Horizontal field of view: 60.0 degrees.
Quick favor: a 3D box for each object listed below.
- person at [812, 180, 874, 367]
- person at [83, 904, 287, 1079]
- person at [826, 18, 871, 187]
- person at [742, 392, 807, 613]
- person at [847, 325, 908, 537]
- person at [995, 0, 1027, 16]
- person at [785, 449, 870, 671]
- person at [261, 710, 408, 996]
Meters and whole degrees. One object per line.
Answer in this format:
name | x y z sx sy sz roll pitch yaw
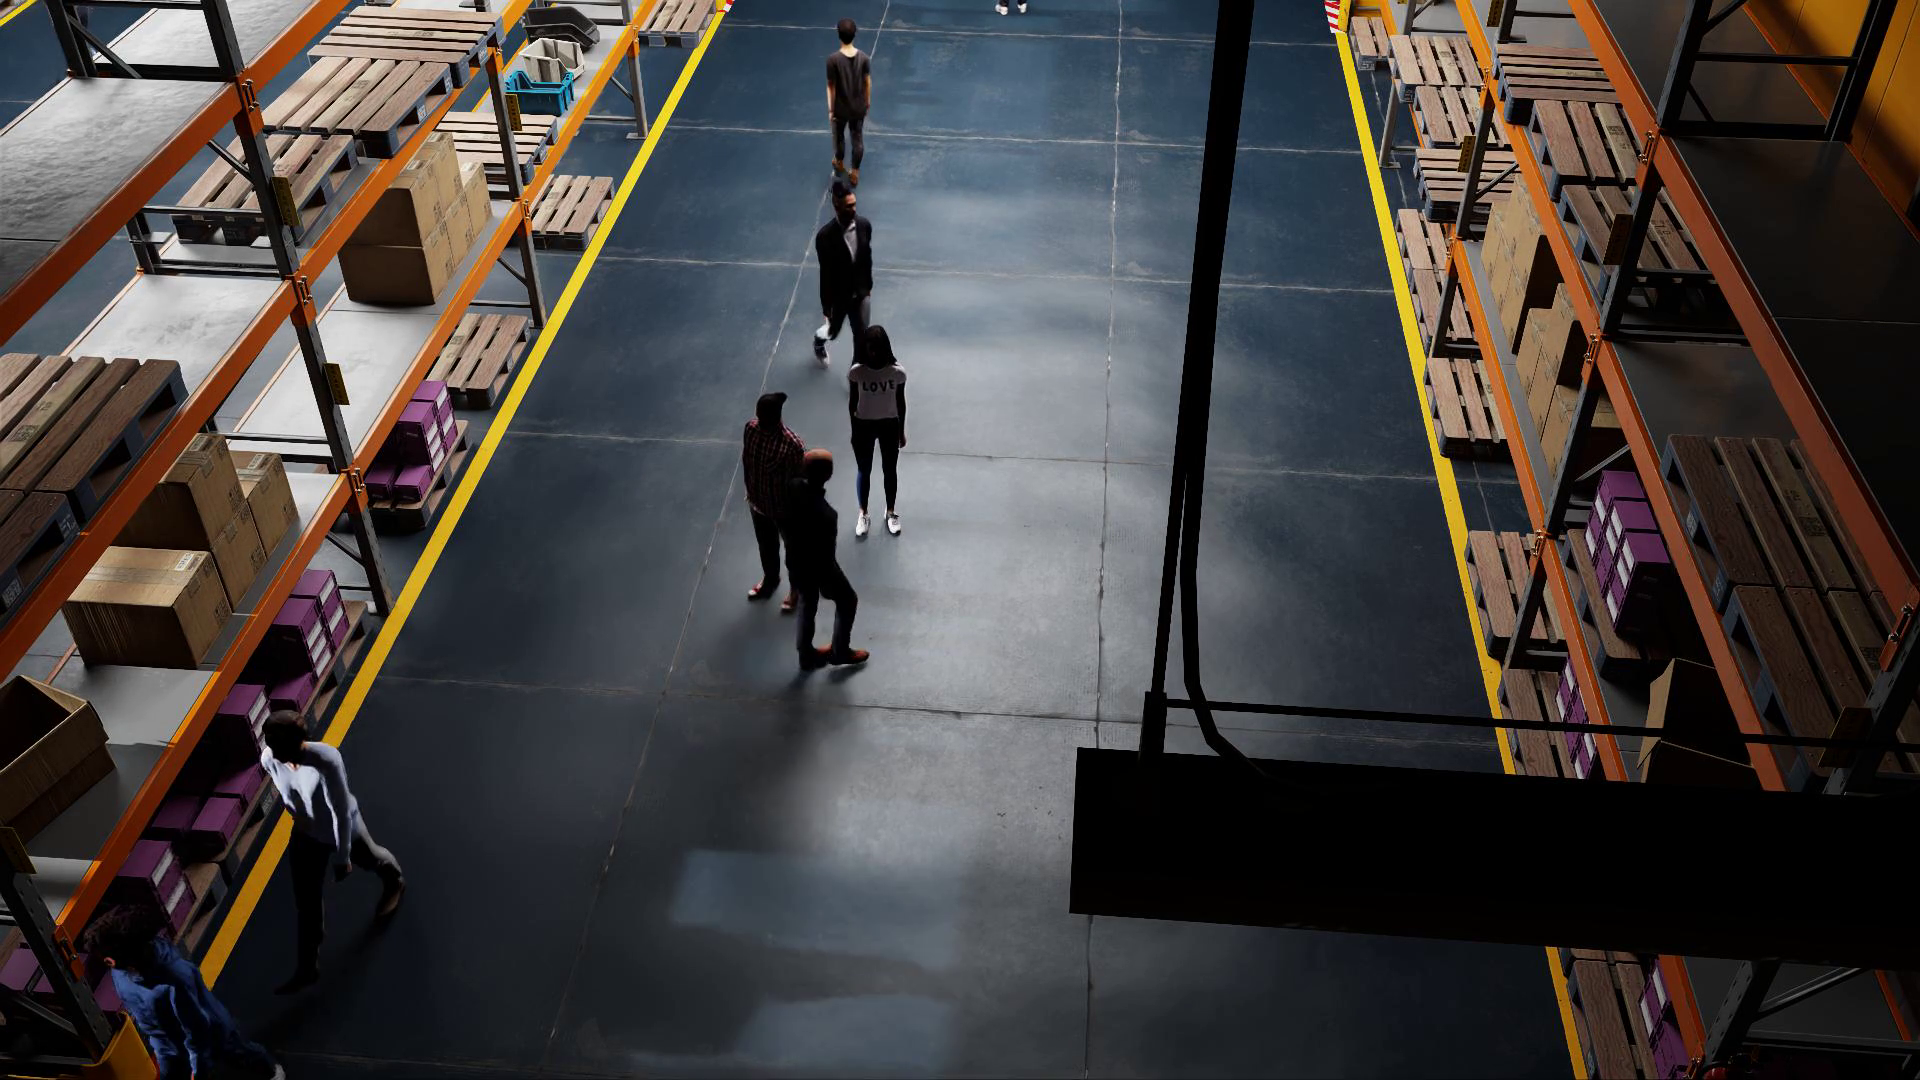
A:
person | -1.020 -2.142 13.959 1.136 1.932 1.262 -23 44 -26
person | -3.828 2.413 8.392 0.875 1.762 1.234 9 39 11
person | -1.127 -4.441 17.031 0.802 1.692 0.945 -9 40 -11
person | -1.309 -0.299 11.789 0.778 1.760 0.760 21 43 24
person | -0.624 -0.822 12.431 0.628 1.776 0.581 -4 39 -5
person | 0.642 -7.448 20.801 0.735 1.685 0.728 -10 40 -12
person | -1.041 0.190 11.161 0.902 1.780 0.836 -25 45 -28
person | -3.486 1.585 9.373 0.776 1.830 1.282 8 39 10
